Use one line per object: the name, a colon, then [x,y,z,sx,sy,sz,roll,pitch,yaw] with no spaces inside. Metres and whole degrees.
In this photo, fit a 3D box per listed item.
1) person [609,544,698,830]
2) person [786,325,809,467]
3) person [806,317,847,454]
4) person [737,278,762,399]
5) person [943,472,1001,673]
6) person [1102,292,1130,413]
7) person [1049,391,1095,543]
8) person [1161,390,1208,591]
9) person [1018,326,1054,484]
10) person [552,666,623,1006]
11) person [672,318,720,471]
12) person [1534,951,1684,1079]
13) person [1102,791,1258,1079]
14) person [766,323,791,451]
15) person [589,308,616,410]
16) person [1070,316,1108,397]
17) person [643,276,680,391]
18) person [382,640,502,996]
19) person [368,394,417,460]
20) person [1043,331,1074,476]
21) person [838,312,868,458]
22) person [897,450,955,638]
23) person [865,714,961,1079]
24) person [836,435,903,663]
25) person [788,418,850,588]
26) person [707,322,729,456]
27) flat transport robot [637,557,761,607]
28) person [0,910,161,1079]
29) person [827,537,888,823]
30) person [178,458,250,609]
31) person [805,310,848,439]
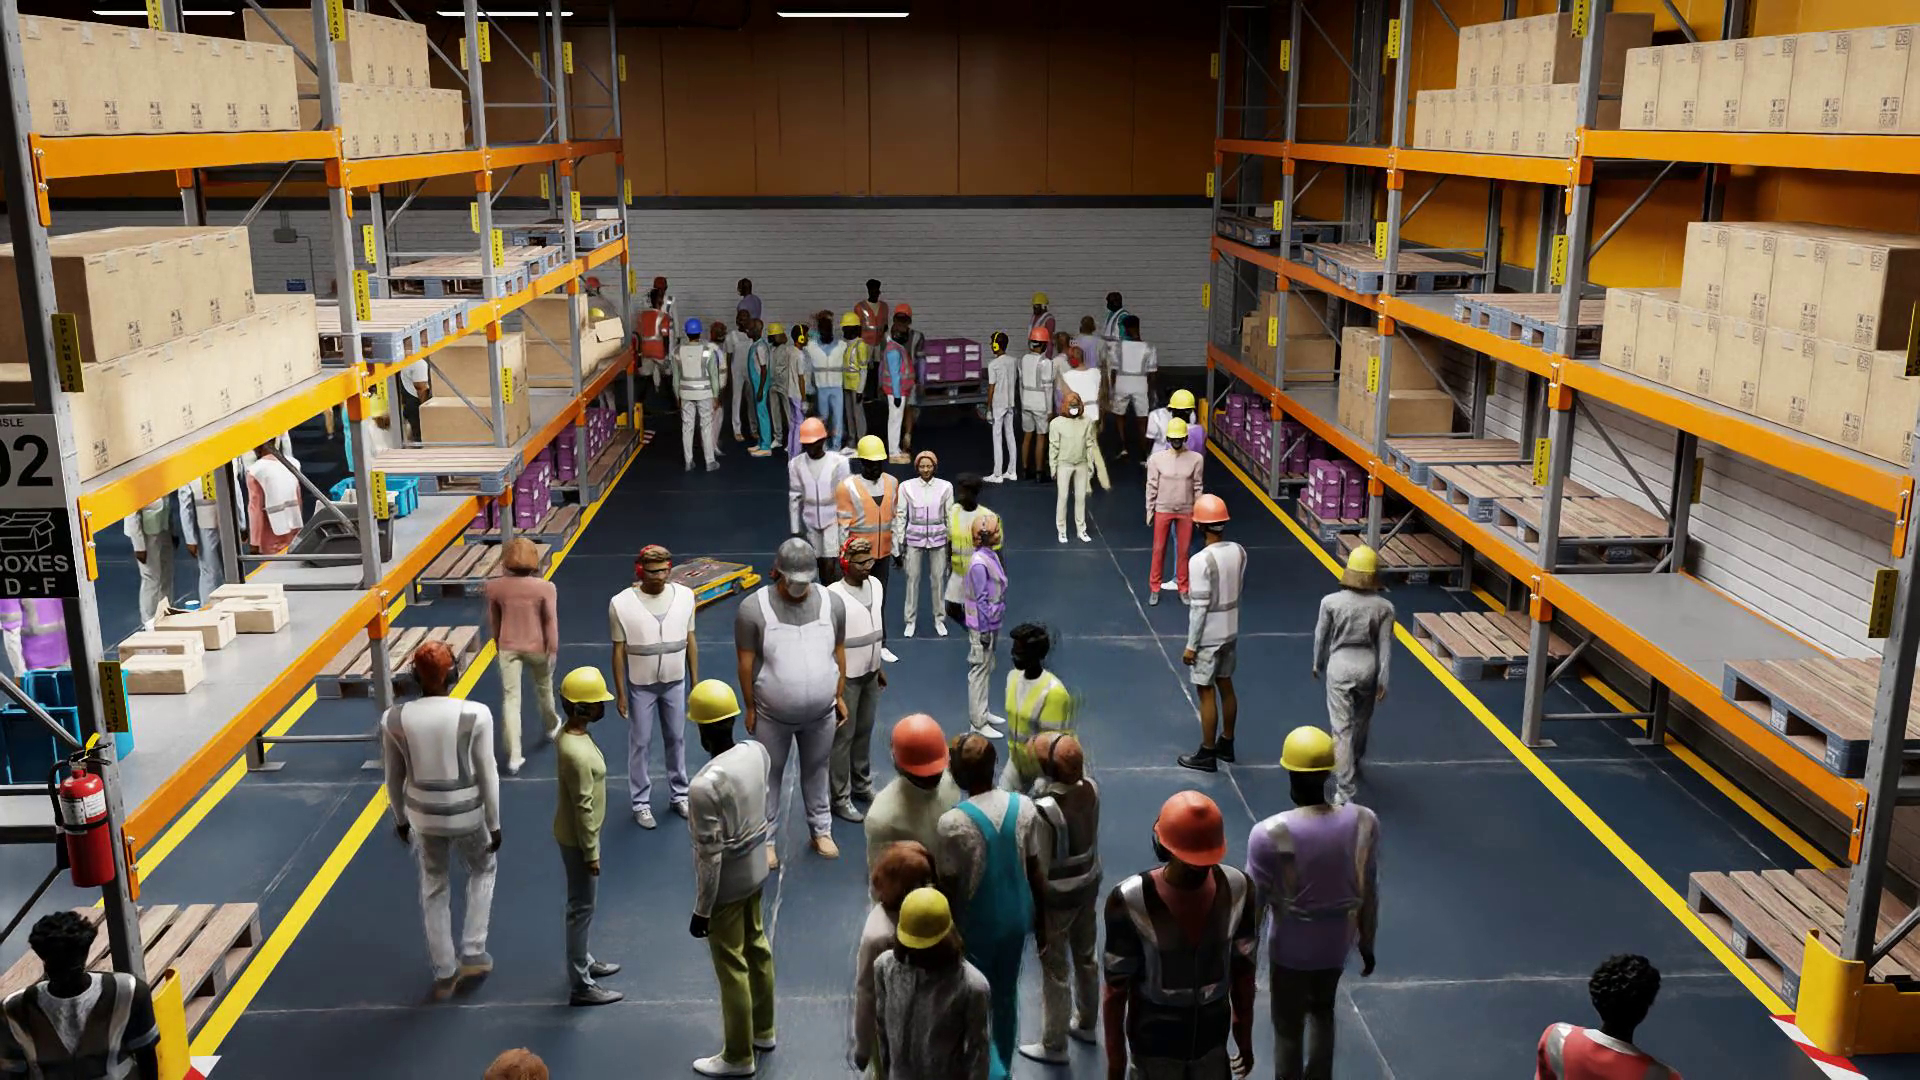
person: [-1.930,0.910,10.555,0.561,1.837,0.388,-8,17,-30]
person: [-2.053,-1.813,21.200,0.327,1.862,0.509,-6,16,-23]
person: [-1.750,-2.043,22.095,0.616,1.881,0.890,-2,14,-6]
person: [-3.361,-3.204,26.523,0.374,1.933,0.625,5,15,19]
person: [0.121,0.273,13.383,0.622,1.678,0.356,11,18,36]
person: [2.373,-2.873,25.426,0.429,1.831,0.635,-4,15,-17]
person: [1.181,-0.770,17.576,0.505,1.622,0.298,-5,15,-19]
person: [2.105,-0.468,15.780,0.386,1.927,0.589,12,19,39]
person: [0.956,-1.658,20.461,0.390,1.927,0.548,-13,19,-41]
person: [-1.891,1.490,8.438,0.339,1.761,0.524,-4,15,-16]
person: [-3.343,-1.839,21.119,0.605,1.951,0.381,2,14,8]
person: [2.199,2.217,5.715,0.320,1.692,0.536,-13,19,-40]
person: [0.841,1.894,6.311,0.611,2.032,0.411,-4,15,-14]
person: [-2.447,-2.073,22.473,0.487,1.735,0.339,10,17,33]
person: [-5.149,-2.438,23.846,0.329,1.763,0.523,-11,18,-36]
person: [1.734,-2.157,22.708,0.512,1.785,0.987,-2,14,-9]
person: [-4.882,-3.374,27.276,0.585,1.882,0.337,1,14,4]
person: [-2.627,1.405,8.538,0.594,1.868,0.501,0,14,-1]
person: [-5.605,-0.566,16.453,0.677,1.798,0.416,-11,18,-36]
person: [1.229,-1.731,20.990,0.815,1.807,0.498,13,19,41]
person: [-1.422,-2.051,21.997,0.362,1.928,0.587,-8,17,-30]
person: [-0.294,0.030,14.399,0.514,1.641,0.308,-2,14,-7]
person: [-0.217,1.656,7.410,0.605,1.943,0.628,13,19,40]
person: [-0.726,0.090,13.588,0.585,1.929,0.371,-11,18,-36]
person: [-1.230,-0.134,14.532,0.559,1.892,0.861,3,15,13]
person: [-3.248,-2.016,22.114,0.406,1.800,0.758,-1,14,-4]
flat transport robot: [-2.532,0.430,15.560,0.652,0.197,1.431,7,16,26]
person: [-3.186,2.123,6.078,0.535,1.693,0.322,-6,16,-23]
person: [-0.685,0.872,10.682,0.378,1.844,0.569,9,17,30]
person: [-6.445,-0.093,14.361,0.398,1.908,0.599,8,16,27]
person: [-1.949,-2.335,23.339,0.897,1.813,0.574,9,17,30]
